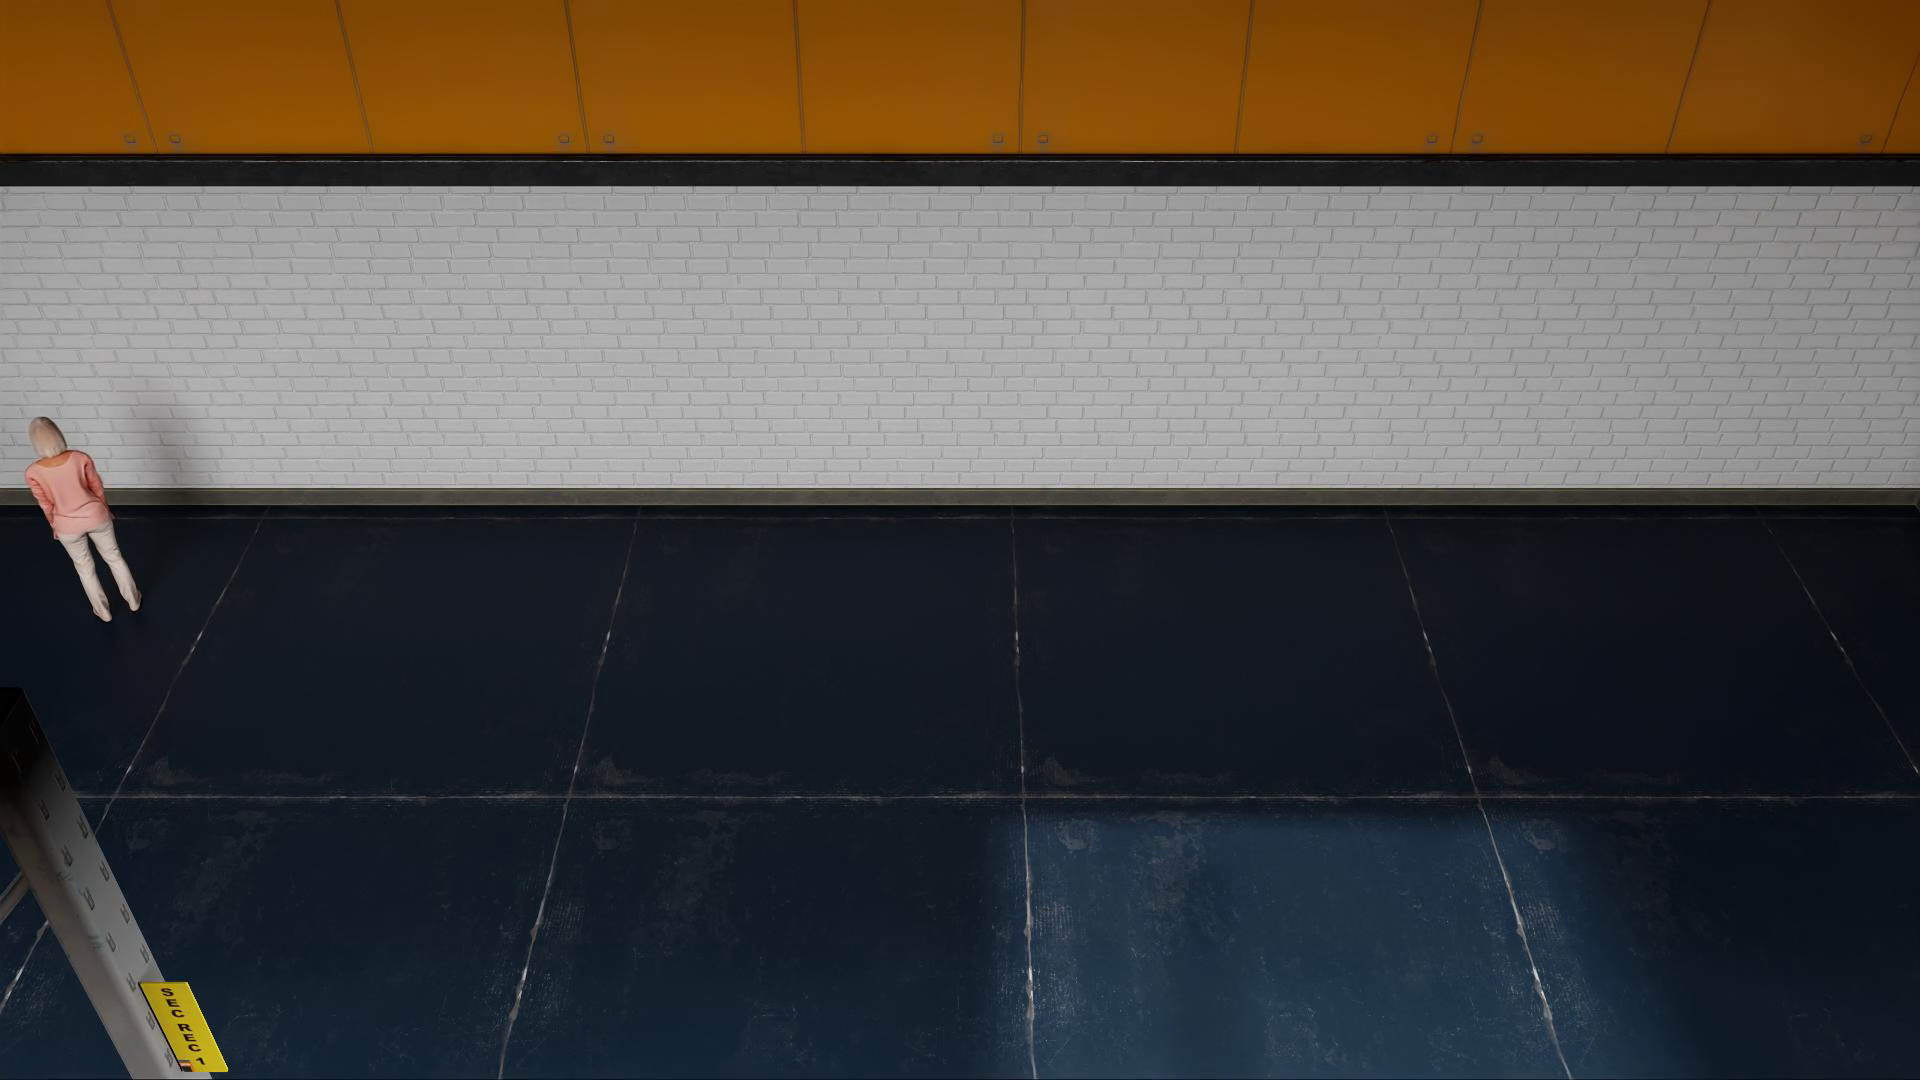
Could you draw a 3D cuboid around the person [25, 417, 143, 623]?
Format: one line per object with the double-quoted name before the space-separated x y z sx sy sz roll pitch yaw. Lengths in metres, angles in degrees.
"person" -6.290 -0.151 11.892 0.682 1.724 0.708 -24 45 -27
